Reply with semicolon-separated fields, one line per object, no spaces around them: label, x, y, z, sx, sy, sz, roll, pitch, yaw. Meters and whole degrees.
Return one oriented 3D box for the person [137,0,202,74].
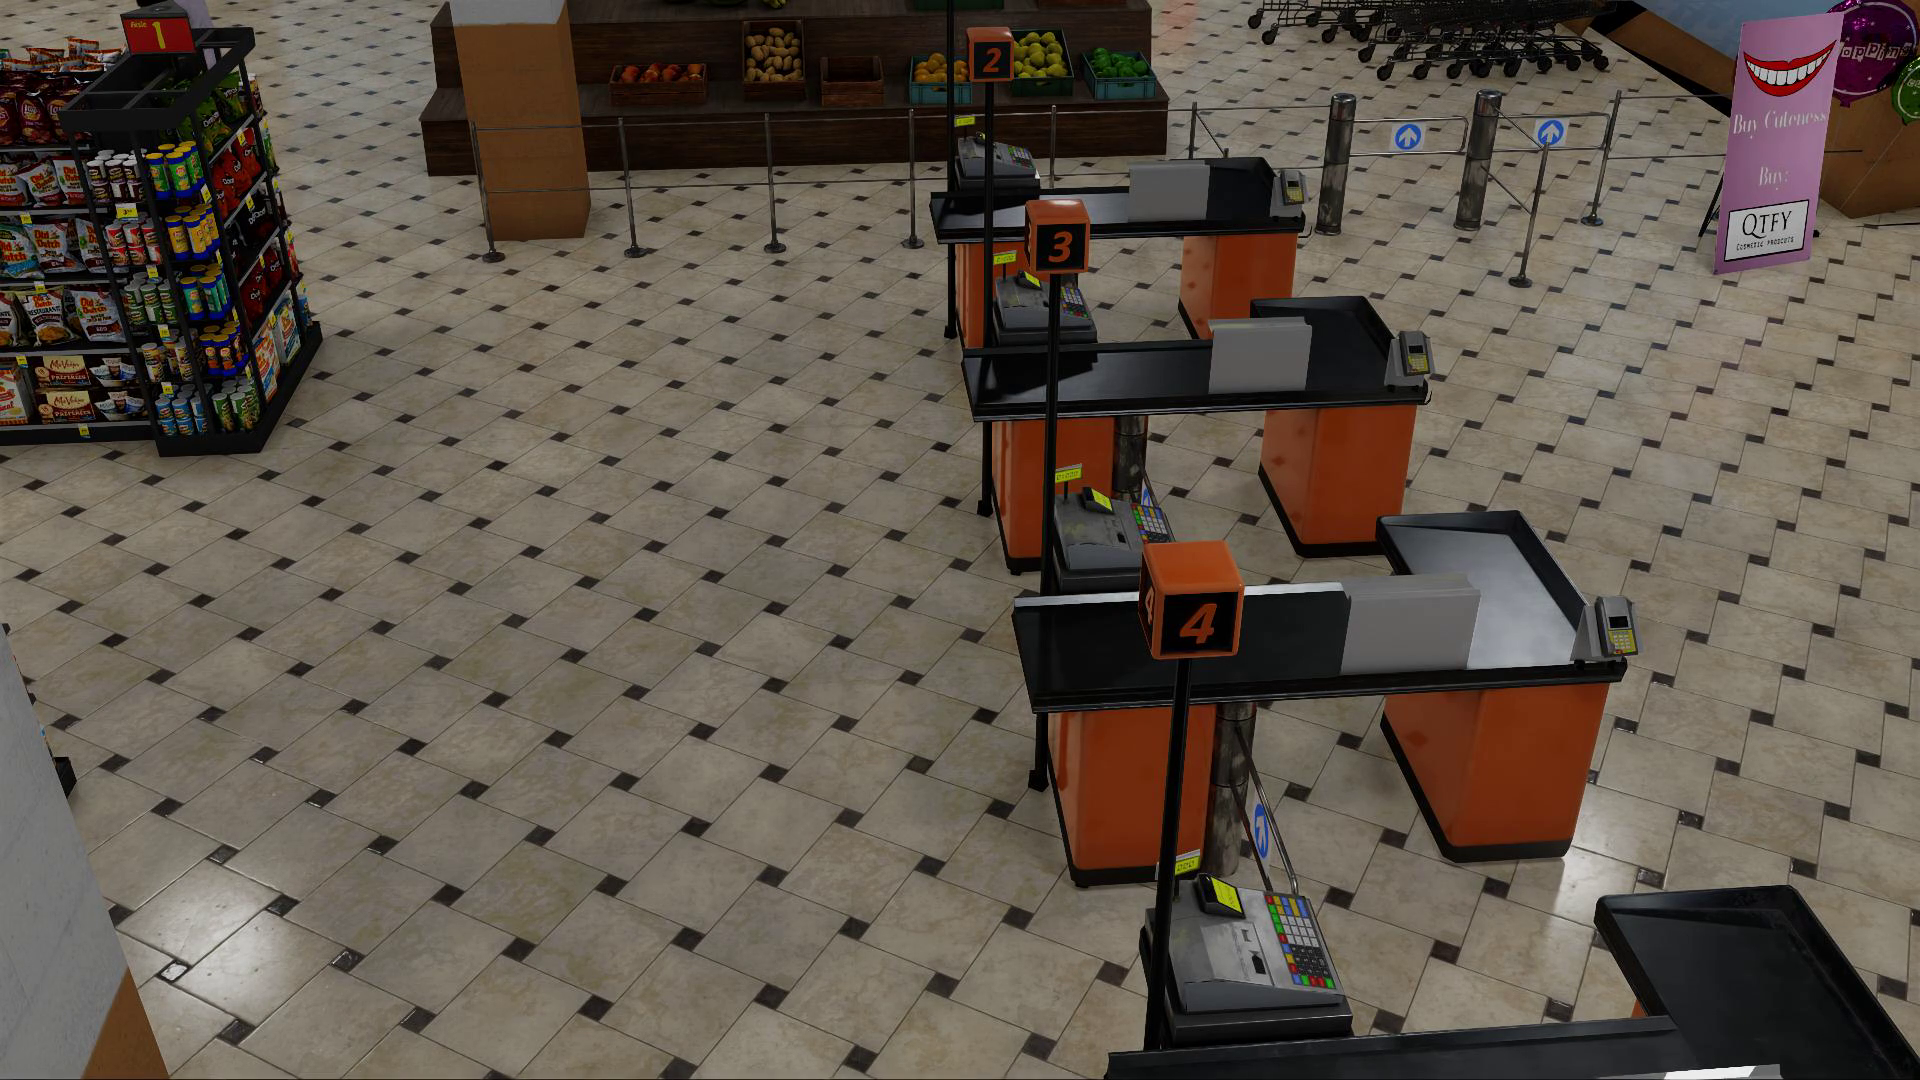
person;-5.486;-3.002;11.803;0.759;1.778;0.689;26;40;35
